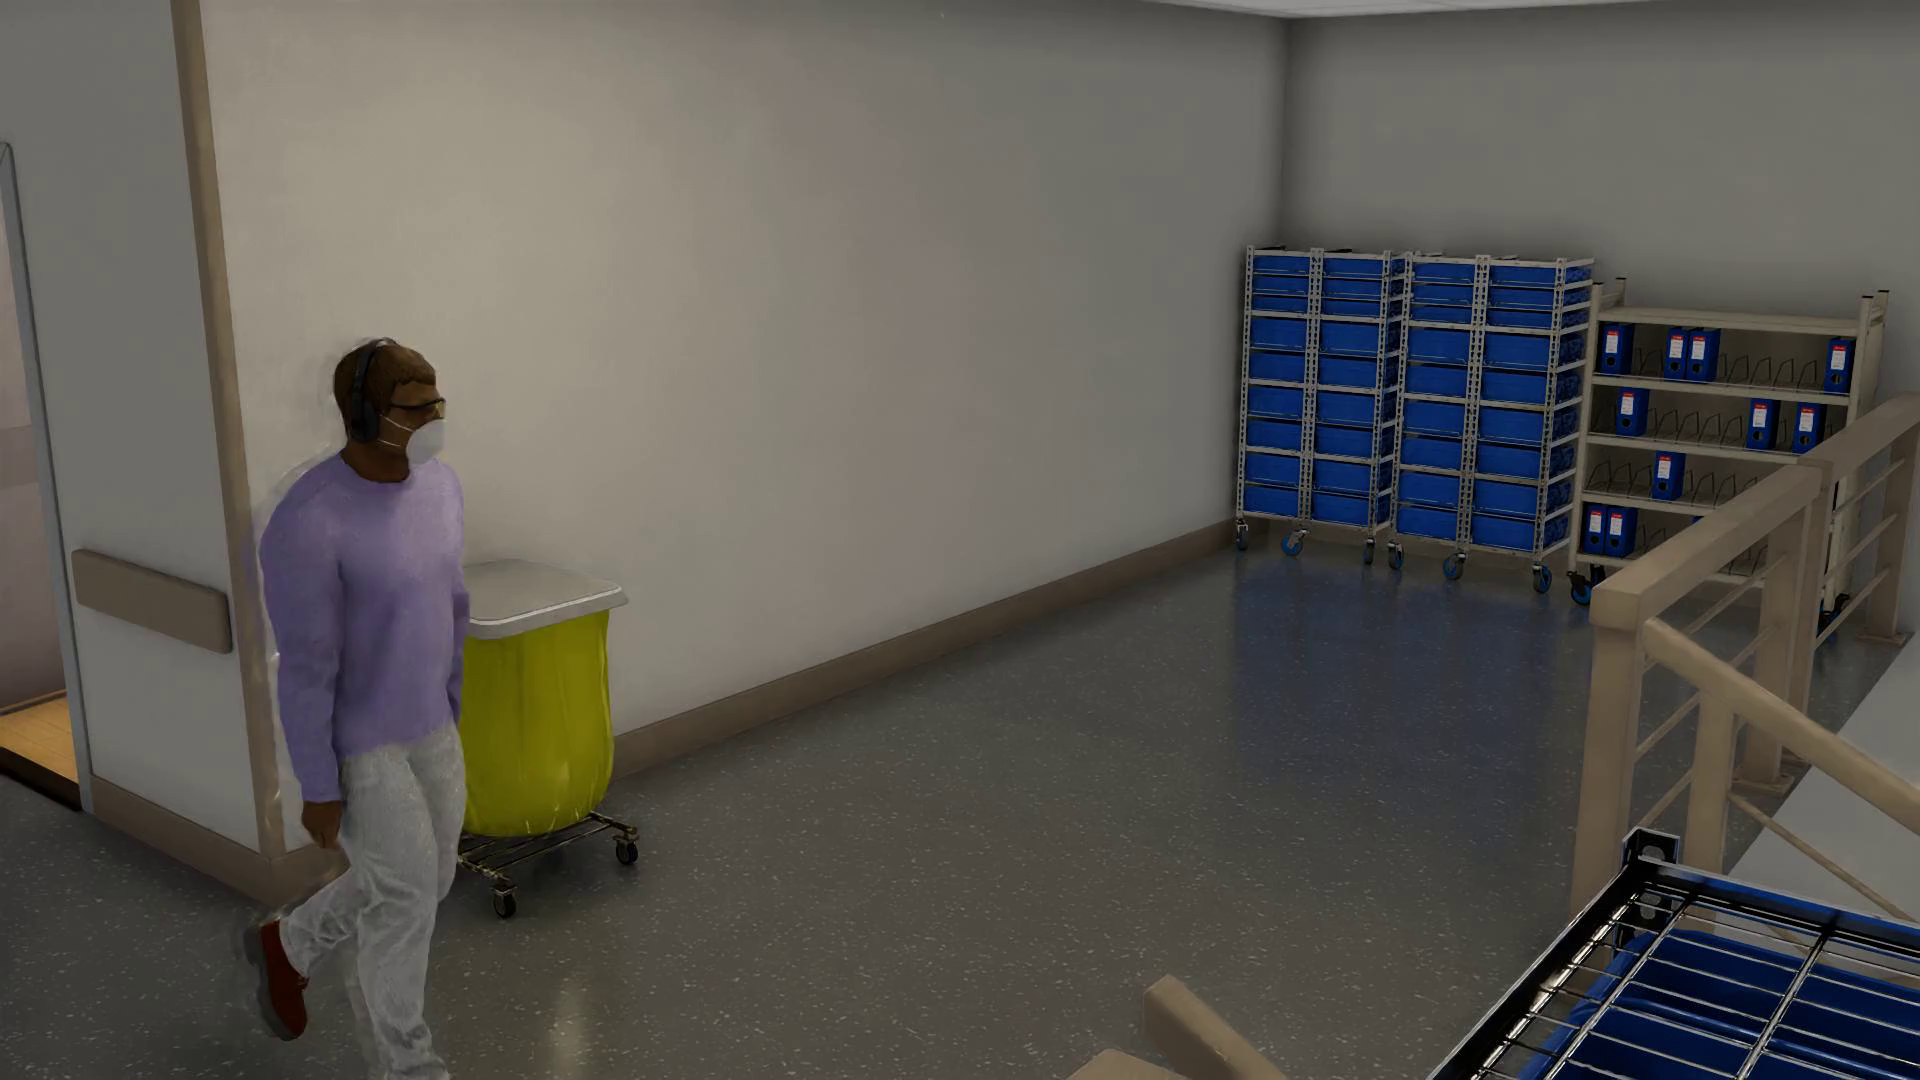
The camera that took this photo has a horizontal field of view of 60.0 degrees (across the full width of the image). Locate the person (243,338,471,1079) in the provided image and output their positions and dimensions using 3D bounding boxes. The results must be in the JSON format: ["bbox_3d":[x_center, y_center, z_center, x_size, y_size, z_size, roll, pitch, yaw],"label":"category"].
[{"bbox_3d":[-1.471,0.461,3.995,0.723,1.919,0.626,5,14,18],"label":"person"}]
